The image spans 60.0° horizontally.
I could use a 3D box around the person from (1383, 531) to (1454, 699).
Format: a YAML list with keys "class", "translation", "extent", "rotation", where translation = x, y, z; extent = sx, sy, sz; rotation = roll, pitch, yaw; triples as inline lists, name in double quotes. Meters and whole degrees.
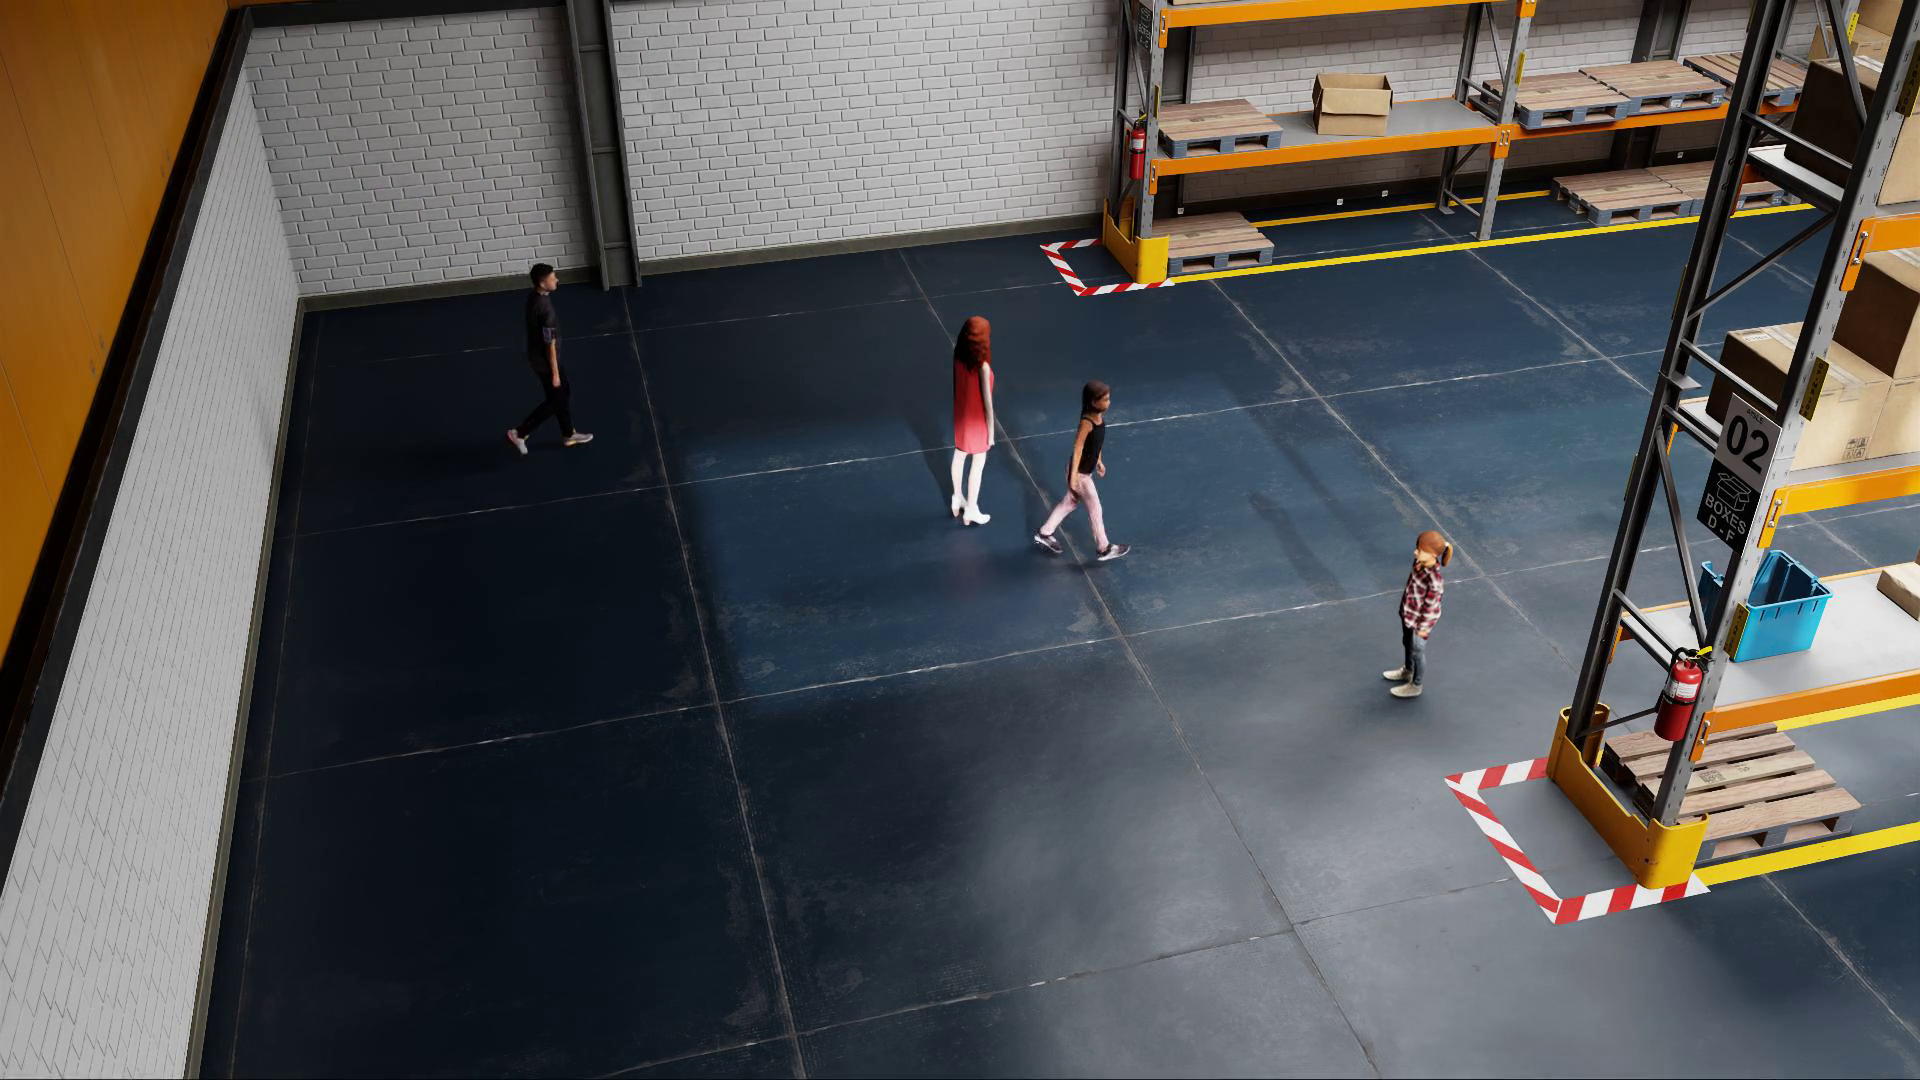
- class: "person"
  translation: [3.166, 0.501, 11.431]
  extent: [0.534, 1.305, 0.541]
  rotation: [-5, 34, -7]

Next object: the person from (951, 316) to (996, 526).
- class: "person"
  translation: [0.077, -0.930, 13.115]
  extent: [0.646, 1.824, 0.664]
  rotation: [-25, 41, -32]

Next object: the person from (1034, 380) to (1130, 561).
- class: "person"
  translation: [0.870, -0.521, 12.772]
  extent: [1.047, 1.523, 0.838]
  rotation: [12, 36, 18]

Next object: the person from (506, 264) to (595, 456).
- class: "person"
  translation: [-3.558, -1.476, 14.014]
  extent: [1.004, 1.739, 0.750]
  rotation: [-15, 36, -21]
